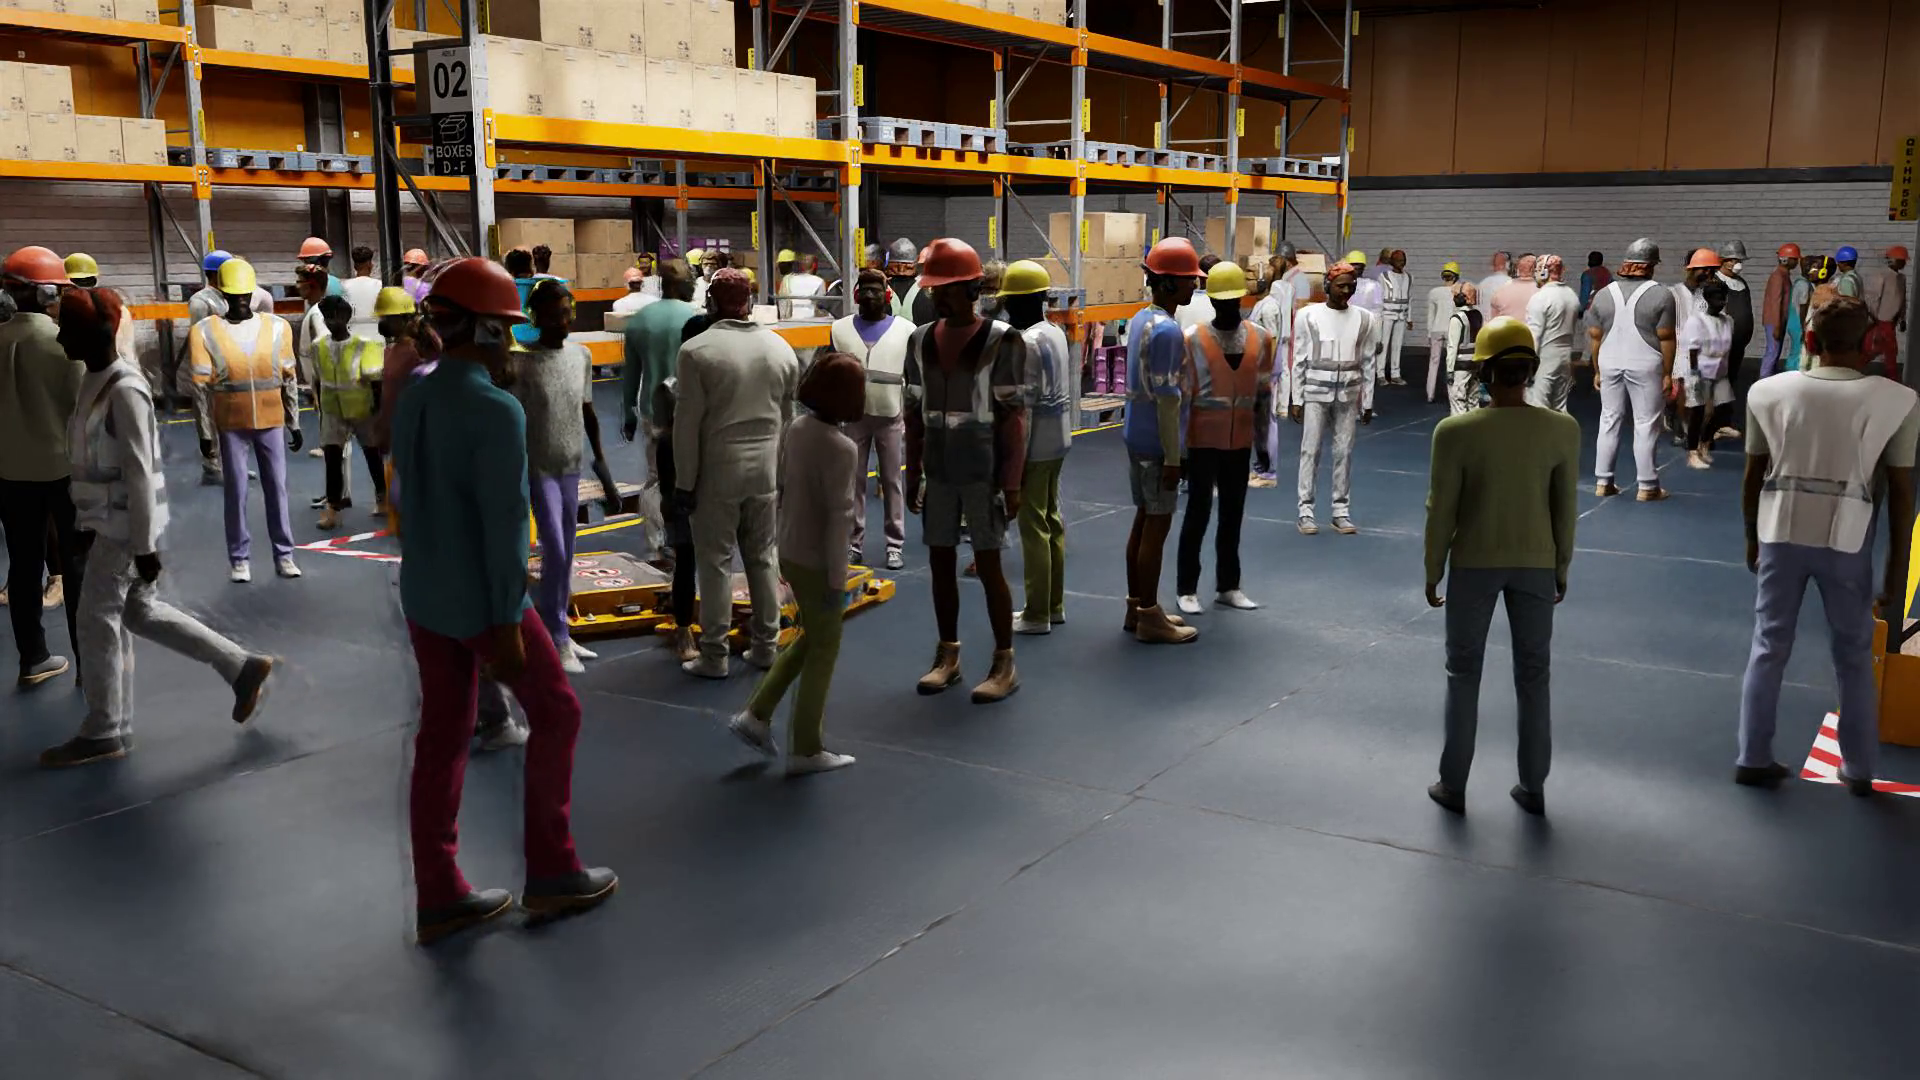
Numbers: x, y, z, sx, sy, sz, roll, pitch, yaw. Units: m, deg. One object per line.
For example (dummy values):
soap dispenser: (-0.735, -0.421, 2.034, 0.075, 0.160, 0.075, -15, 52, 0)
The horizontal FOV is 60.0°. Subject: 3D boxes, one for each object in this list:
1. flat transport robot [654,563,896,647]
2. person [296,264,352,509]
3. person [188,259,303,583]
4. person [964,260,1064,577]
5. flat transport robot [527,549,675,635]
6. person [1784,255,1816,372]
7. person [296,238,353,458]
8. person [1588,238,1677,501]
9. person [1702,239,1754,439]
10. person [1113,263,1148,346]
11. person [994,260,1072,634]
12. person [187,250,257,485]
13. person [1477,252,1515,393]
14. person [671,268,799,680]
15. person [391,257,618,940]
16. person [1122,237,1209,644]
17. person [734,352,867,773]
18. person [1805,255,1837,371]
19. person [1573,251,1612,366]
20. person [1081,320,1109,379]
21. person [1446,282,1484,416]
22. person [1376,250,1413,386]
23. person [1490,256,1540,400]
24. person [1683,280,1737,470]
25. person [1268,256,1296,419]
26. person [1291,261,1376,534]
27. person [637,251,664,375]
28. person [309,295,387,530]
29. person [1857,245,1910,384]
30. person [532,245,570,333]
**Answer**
flat transport robot: (-0.946, 0.308, 8.829, 0.652, 0.197, 1.431, 5, 11, 24)
person: (-4.787, -1.159, 12.594, 0.389, 1.845, 0.564, -3, 11, -15)
person: (-4.222, -0.701, 9.876, 0.591, 1.913, 0.394, -7, 13, -36)
person: (0.306, -0.746, 10.144, 0.657, 1.911, 0.727, 7, 12, 34)
flat transport robot: (-2.011, 0.258, 9.103, 0.652, 0.197, 1.431, -6, 12, -28)
person: (10.232, -2.536, 20.227, 0.326, 1.842, 0.517, 4, 11, 19)
person: (-5.955, -1.789, 15.536, 0.388, 2.041, 0.615, 0, 10, -2)
person: (5.300, -1.336, 13.035, 0.536, 2.000, 0.675, -9, 14, -42)
person: (7.806, -2.047, 16.971, 0.681, 2.000, 0.535, -5, 12, -27)
person: (2.373, -3.163, 23.158, 0.683, 2.000, 0.536, 8, 13, 39)
person: (0.366, -0.471, 8.584, 0.397, 1.919, 0.586, 4, 11, 20)
person: (-6.152, -1.432, 13.865, 0.417, 1.939, 0.614, 1, 10, 7)
person: (6.327, -2.457, 19.694, 0.686, 1.880, 0.659, -3, 11, -15)
person: (-1.056, -0.305, 7.735, 0.652, 1.896, 0.402, -9, 14, -41)
person: (-1.350, 0.165, 4.908, 0.638, 1.964, 0.750, 9, 13, 39)
person: (1.027, -0.487, 8.362, 0.403, 2.038, 0.610, -1, 10, -6)
person: (-0.573, 0.098, 6.276, 0.453, 1.607, 0.526, -6, 12, -28)
person: (8.415, -1.854, 16.366, 0.326, 1.876, 0.518, 7, 12, 32)
person: (10.214, -3.735, 26.878, 0.626, 1.844, 0.429, -6, 12, -32)
person: (1.971, -3.362, 24.419, 0.408, 1.986, 0.620, -9, 13, -40)
person: (4.706, -1.583, 15.541, 0.514, 1.634, 0.313, -10, 14, -42)
person: (6.069, -3.099, 23.238, 0.572, 1.883, 0.355, -4, 11, -20)
person: (5.500, -1.822, 16.241, 0.651, 1.857, 0.939, 6, 12, 28)
person: (6.600, -1.445, 14.658, 0.533, 1.677, 0.369, -3, 11, -17)
person: (3.542, -2.262, 18.709, 0.506, 1.847, 0.345, -9, 13, -39)
person: (2.573, -0.971, 11.475, 0.584, 1.876, 0.362, -1, 10, -3)
person: (-4.127, -2.872, 22.018, 0.515, 1.872, 0.328, 0, 10, -1)
person: (-4.354, -0.923, 11.864, 0.546, 1.637, 0.924, 1, 10, 4)
person: (12.520, -3.012, 22.568, 0.624, 1.963, 0.938, -7, 12, -33)
person: (-4.697, -2.341, 18.806, 0.607, 1.966, 0.367, 0, 10, -2)
